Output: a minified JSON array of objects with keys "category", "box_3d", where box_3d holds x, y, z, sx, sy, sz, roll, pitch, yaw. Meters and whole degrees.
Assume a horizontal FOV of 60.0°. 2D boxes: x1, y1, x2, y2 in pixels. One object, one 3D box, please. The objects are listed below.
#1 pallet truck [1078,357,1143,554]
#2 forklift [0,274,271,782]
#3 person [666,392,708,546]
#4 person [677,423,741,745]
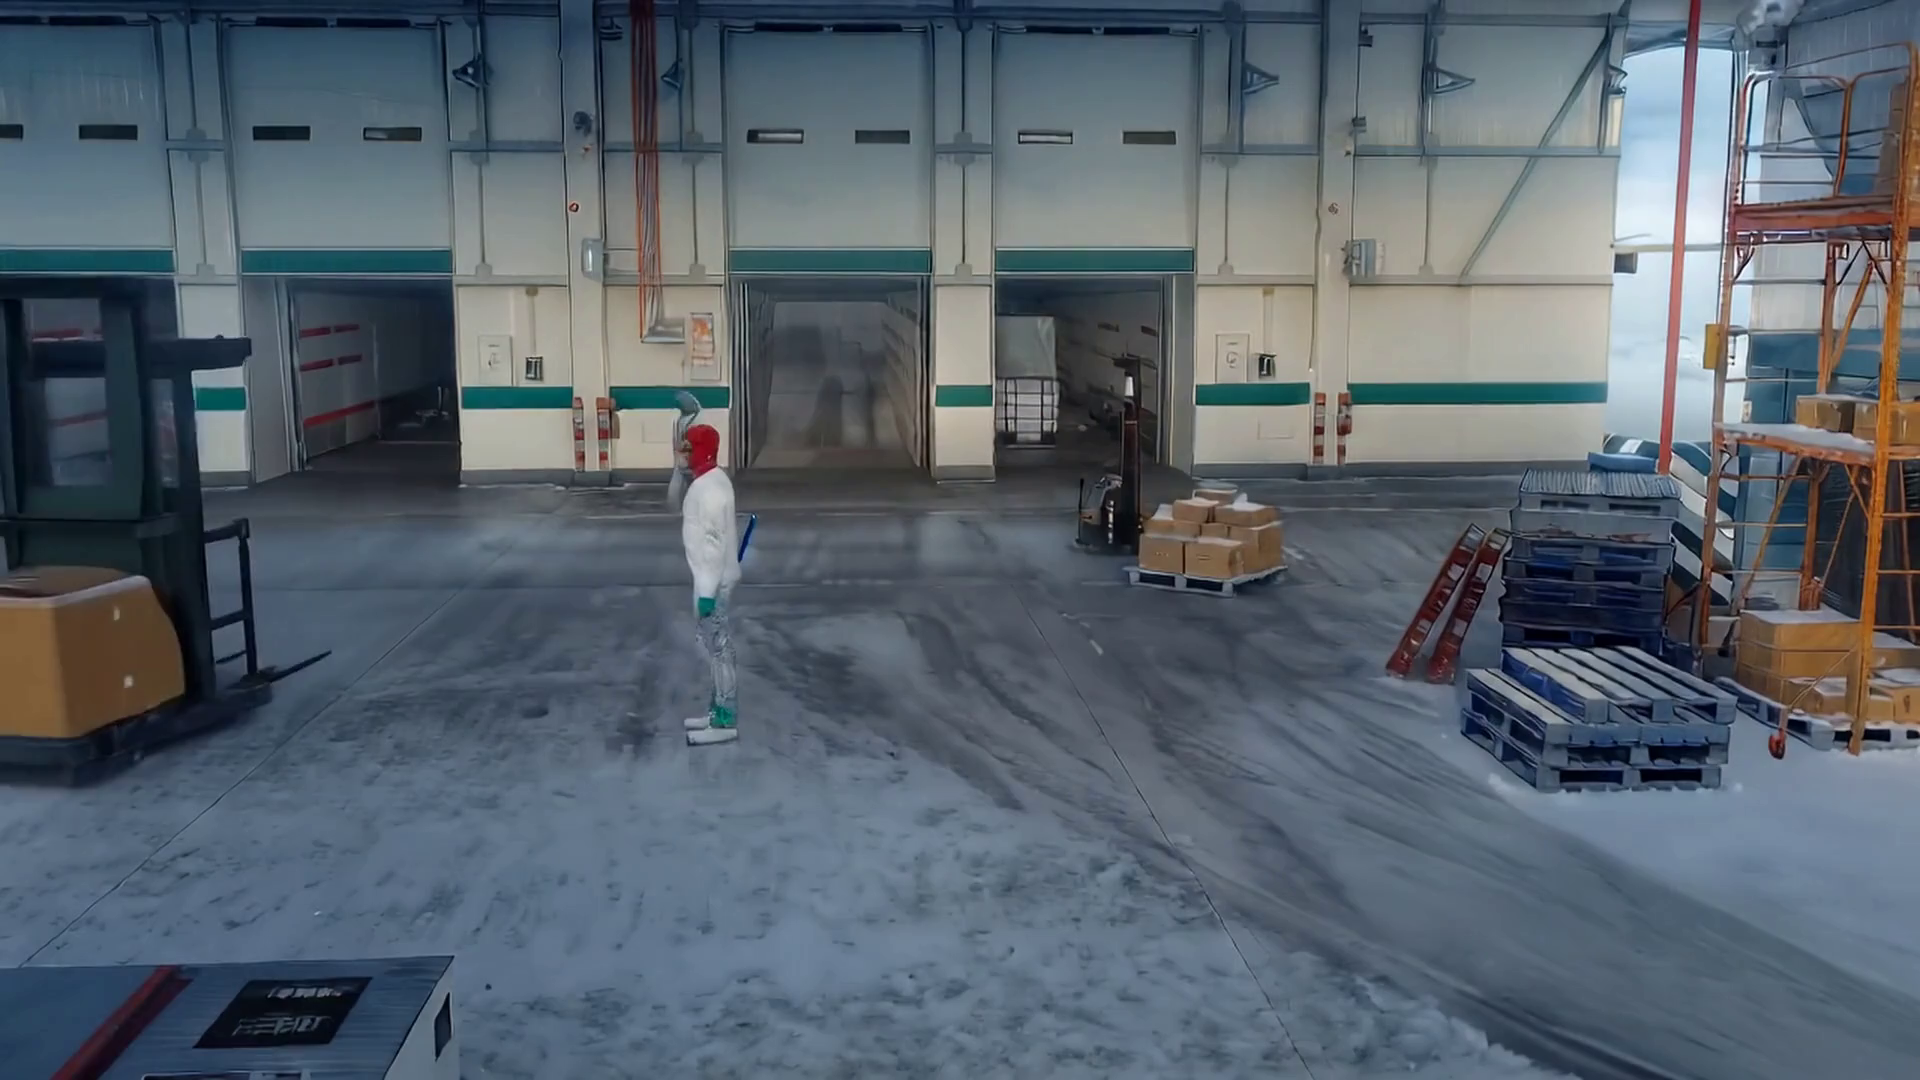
[{"category":"pallet truck","box_3d":[2.088,-0.836,16.757,1.885,1.965,0.823,2,9,13]},{"category":"forklift","box_3d":[-5.187,-0.167,9.797,1.129,2.768,1.873,1,9,9]},{"category":"person","box_3d":[-2.791,-0.710,17.118,0.538,1.623,0.382,7,11,38]},{"category":"person","box_3d":[-1.510,0.265,10.028,0.376,1.940,0.629,-1,9,-8]}]
